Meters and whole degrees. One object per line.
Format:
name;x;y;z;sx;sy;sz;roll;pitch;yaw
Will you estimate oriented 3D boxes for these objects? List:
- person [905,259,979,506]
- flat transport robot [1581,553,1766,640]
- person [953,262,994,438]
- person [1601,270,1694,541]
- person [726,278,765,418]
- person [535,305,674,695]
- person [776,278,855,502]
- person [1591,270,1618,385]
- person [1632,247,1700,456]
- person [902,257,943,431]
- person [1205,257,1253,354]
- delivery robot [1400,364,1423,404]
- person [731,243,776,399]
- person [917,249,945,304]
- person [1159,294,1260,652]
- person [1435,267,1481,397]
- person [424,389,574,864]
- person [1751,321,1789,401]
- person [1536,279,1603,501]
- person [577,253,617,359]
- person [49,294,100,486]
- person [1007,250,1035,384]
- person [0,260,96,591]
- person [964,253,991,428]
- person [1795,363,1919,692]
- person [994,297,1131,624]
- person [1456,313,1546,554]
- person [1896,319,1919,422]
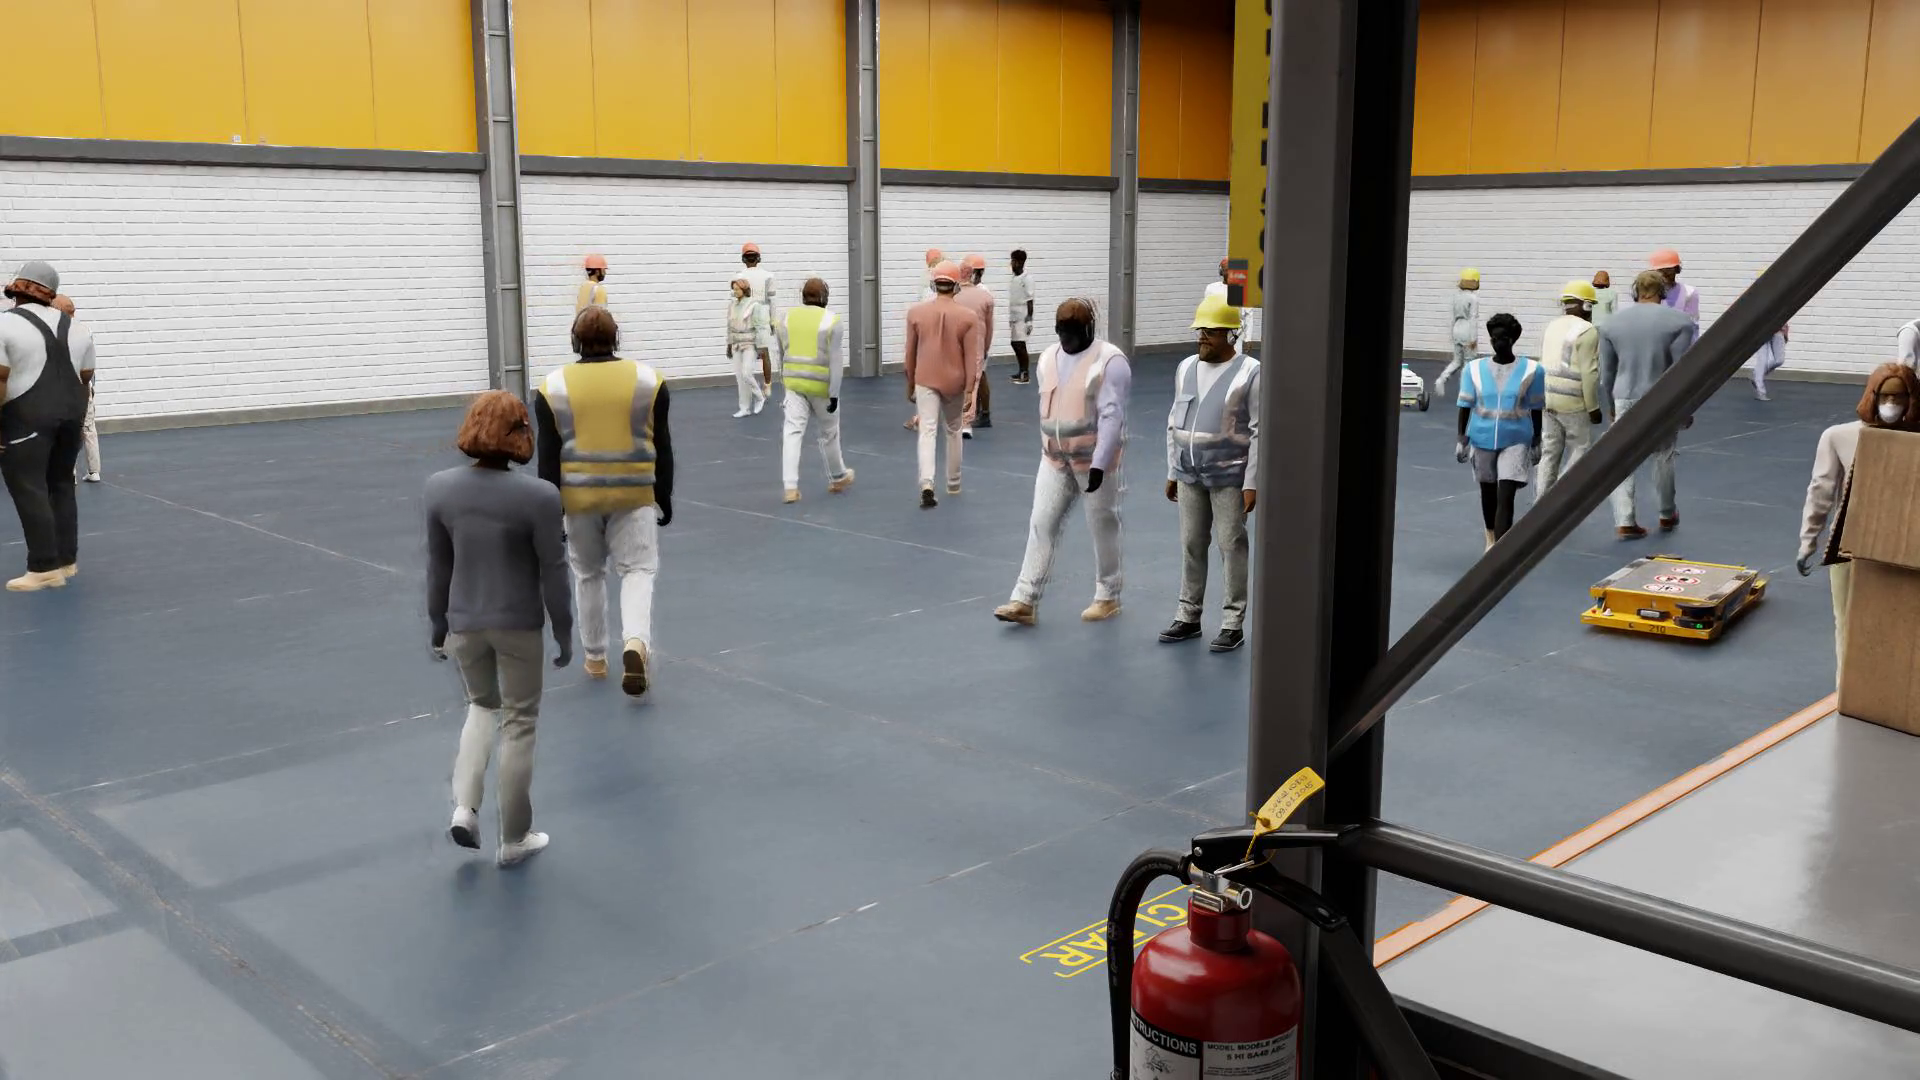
person;-0.154;-1.264;13.307;0.602;1.949;1.017;0;10;2
flat transport robot;4.030;0.300;9.340;0.652;0.197;1.431;7;13;35
person;0.043;-2.026;17.747;0.630;1.849;1.042;1;10;5
person;4.913;-0.963;11.828;0.697;1.878;0.959;8;13;38
person;-2.536;-2.240;19.465;0.541;1.628;0.362;8;13;37
person;-1.649;-0.186;7.782;0.627;1.814;0.802;-2;11;-10
person;-1.194;-1.222;13.524;0.642;1.783;0.988;4;11;21
person;9.097;-3.017;23.709;0.502;1.633;0.280;5;12;26
person;6.816;-1.819;16.132;0.581;2.022;0.534;-1;10;-6
person;-0.245;-2.155;18.334;0.973;1.889;0.623;-6;12;-29
person;3.128;-2.367;19.474;0.587;1.883;0.341;3;11;16
delivery robot;5.434;-1.915;20.386;0.477;0.478;0.707;0;10;2
person;-2.712;-2.866;21.796;0.605;2.033;0.392;-4;11;-22
person;-0.295;-3.130;23.504;0.618;1.933;0.898;1;10;7
person;1.303;-0.345;8.590;0.590;1.833;0.404;9;14;41
person;6.431;-2.623;21.308;0.533;1.725;0.495;-5;11;-23
person;-1.552;0.301;5.643;0.520;1.619;0.353;2;11;13
person;10.438;-2.674;21.490;0.540;1.756;0.448;-3;11;-13
person;4.521;-1.021;12.363;0.466;1.802;0.621;-2;11;-13
person;-4.088;-2.311;19.067;0.649;1.919;0.570;-10;14;-43
person;-7.605;-1.276;14.196;0.307;1.641;0.514;5;11;25
person;0.873;-3.204;23.963;0.465;1.930;0.770;-4;11;-22
person;-5.709;-0.748;10.220;0.591;2.000;0.810;4;11;21
person;0.167;-2.207;18.468;0.367;1.936;0.546;0;10;-2
person;3.787;0.076;6.935;0.520;1.605;0.763;8;13;36
person;0.589;-0.405;9.019;0.621;1.795;0.872;8;13;38
person;3.474;-0.640;10.723;0.534;1.642;0.886;5;12;27
person;6.324;-0.792;10.895;0.575;1.882;0.355;-7;13;-34
